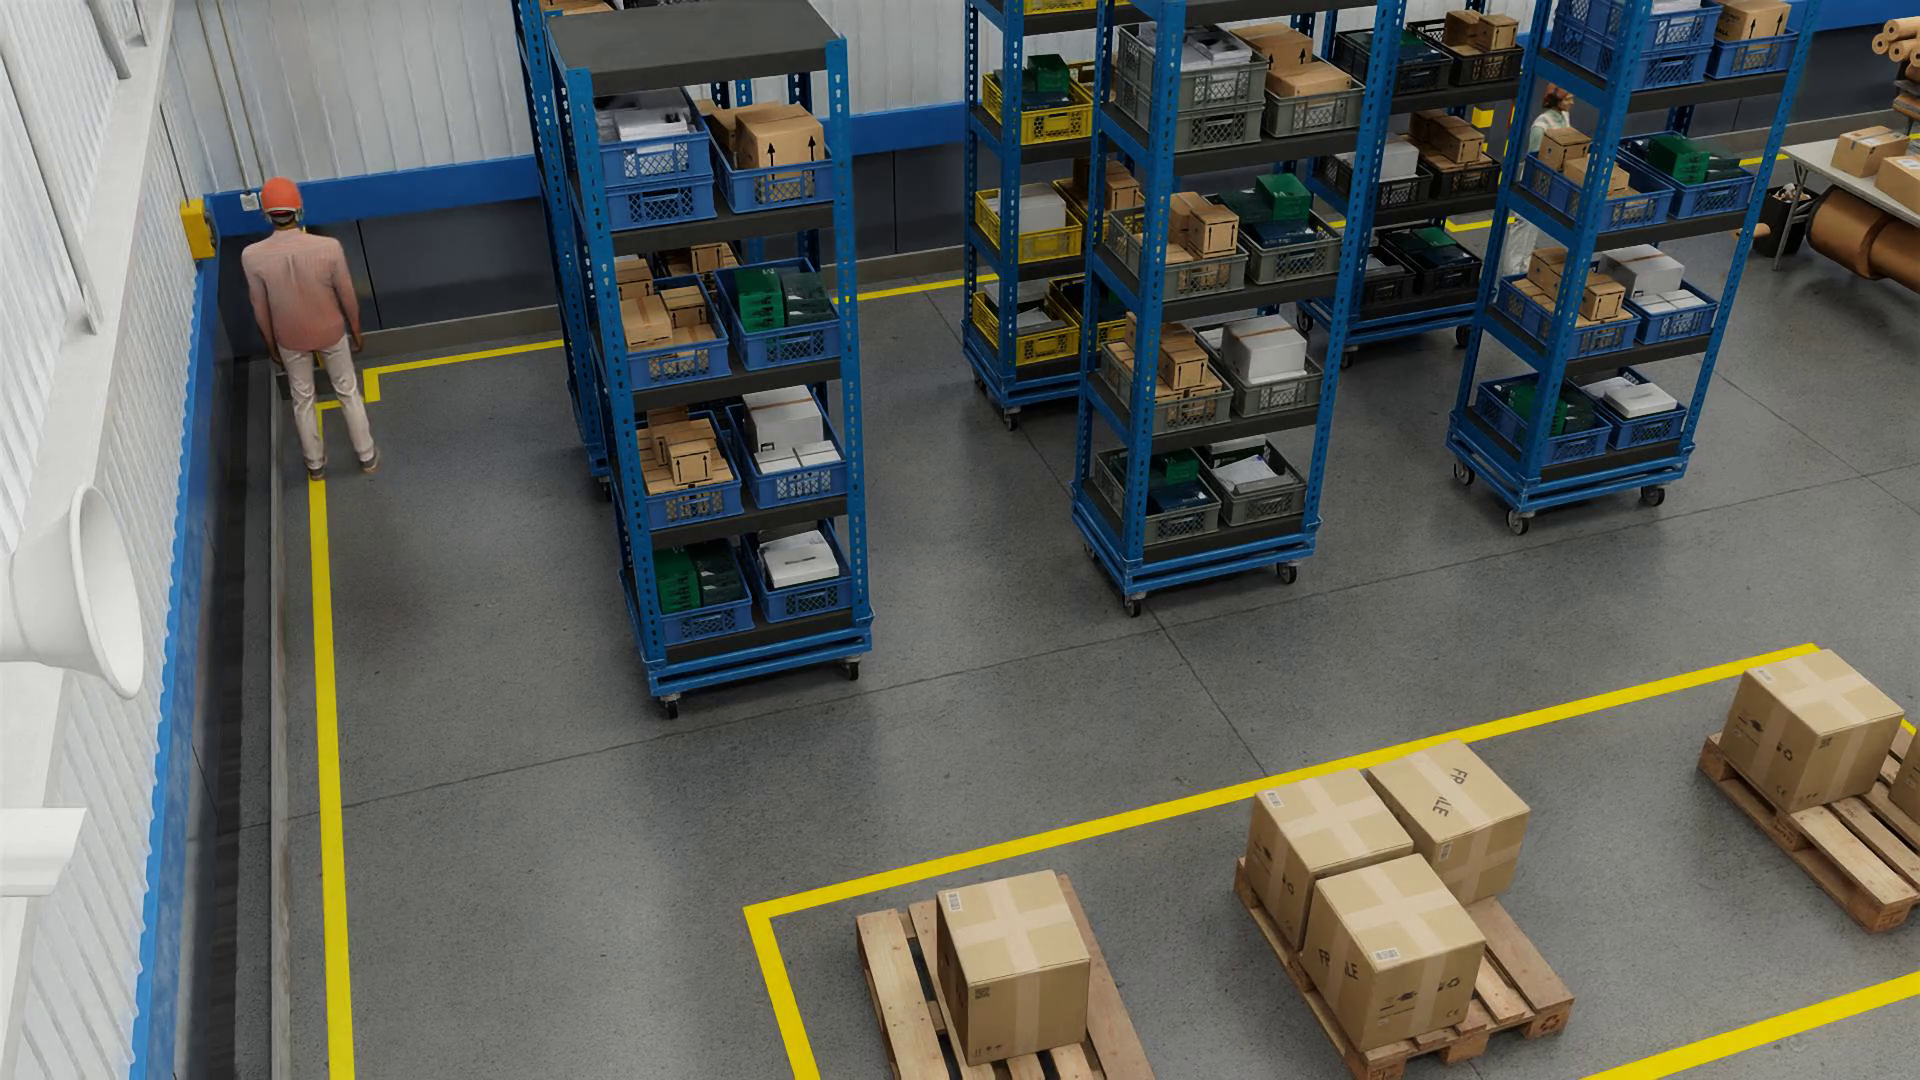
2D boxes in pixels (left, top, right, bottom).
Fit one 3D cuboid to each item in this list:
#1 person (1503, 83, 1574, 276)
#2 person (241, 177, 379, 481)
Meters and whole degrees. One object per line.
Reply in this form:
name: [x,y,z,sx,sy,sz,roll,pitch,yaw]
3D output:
person: [4.430,-2.722,12.710,0.309,1.641,0.514,24,42,30]
person: [-4.057,-1.314,10.425,0.618,1.984,0.421,-10,36,-14]
